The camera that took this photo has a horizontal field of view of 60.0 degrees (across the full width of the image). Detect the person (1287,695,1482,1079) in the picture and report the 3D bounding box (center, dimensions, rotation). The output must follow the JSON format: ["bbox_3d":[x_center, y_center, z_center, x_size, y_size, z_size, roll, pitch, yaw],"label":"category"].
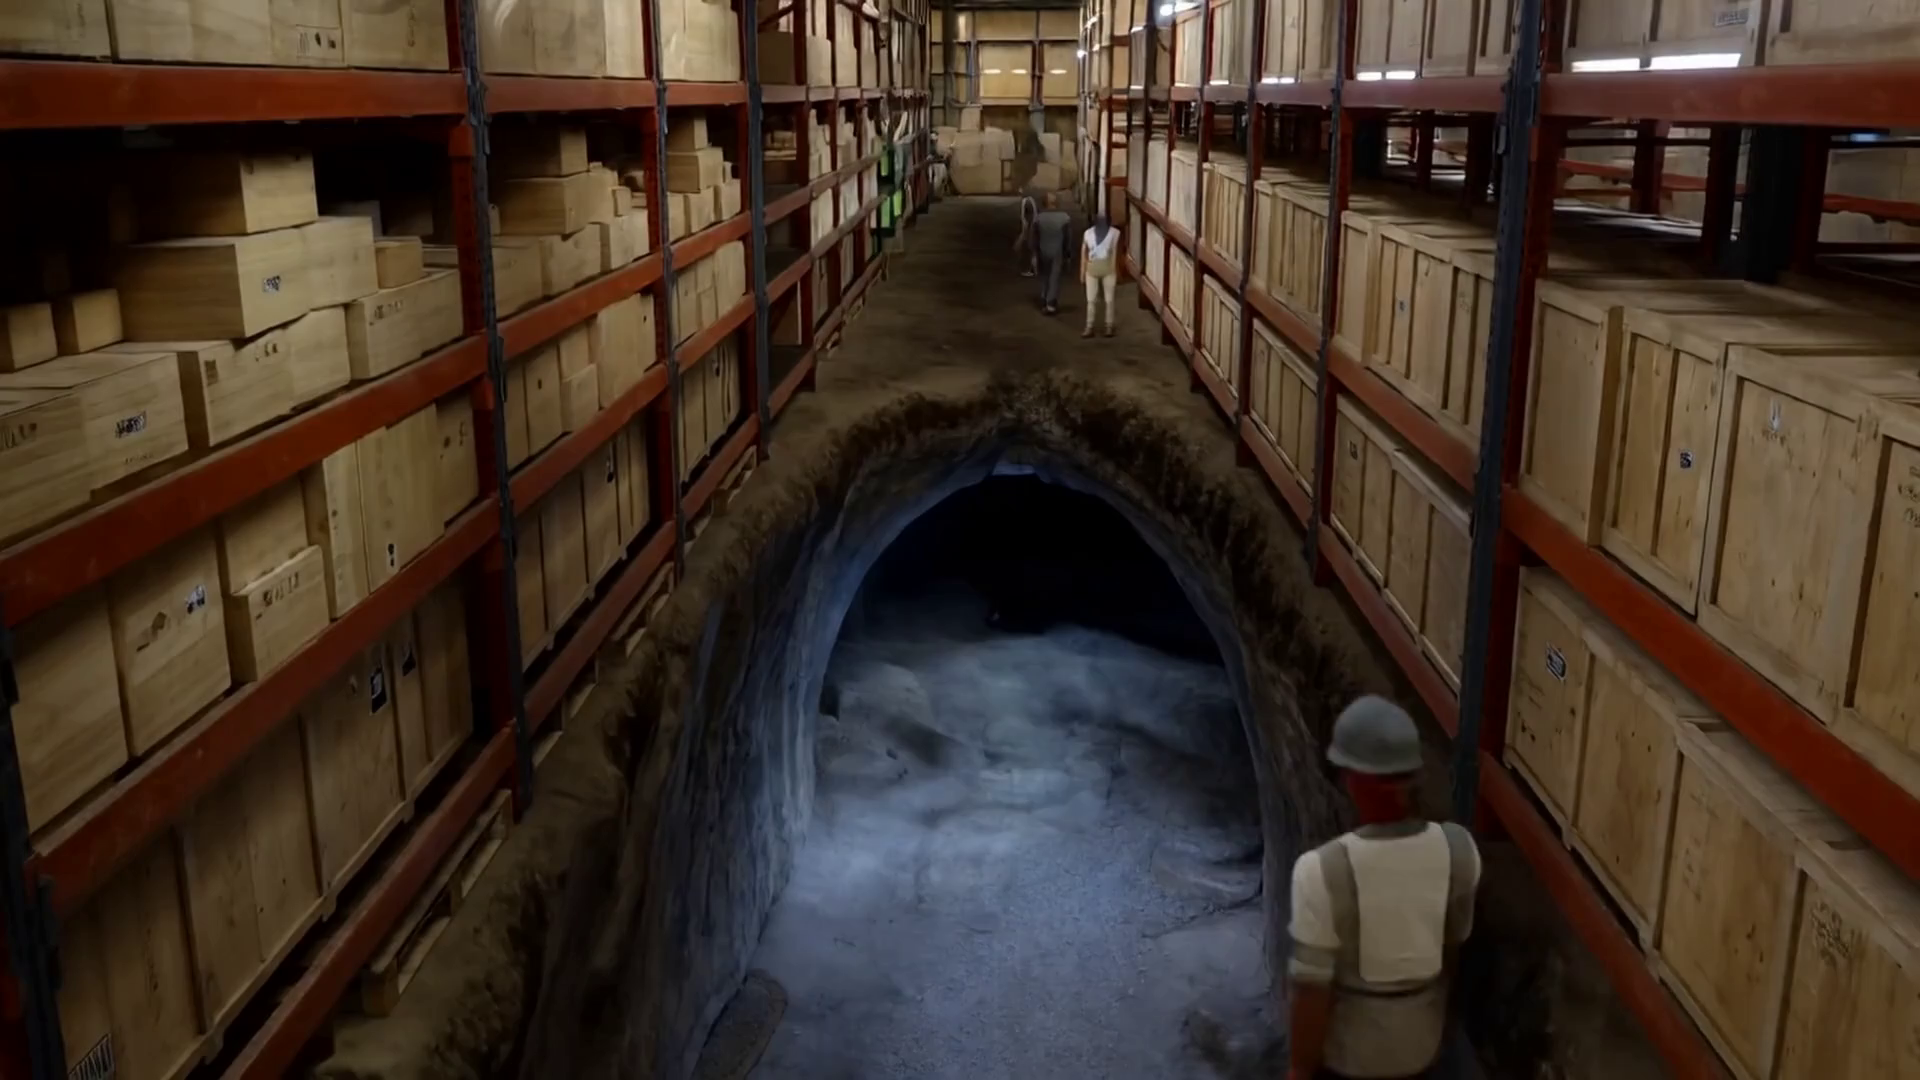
[{"bbox_3d":[1.146,1.373,4.518,0.542,1.913,0.741,-2,15,-8],"label":"person"}]

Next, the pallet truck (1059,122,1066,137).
[{"bbox_3d":[5.788,-21.111,88.014,1.885,1.965,0.823,5,16,18],"label":"pallet truck"}]

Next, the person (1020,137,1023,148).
[{"bbox_3d":[2.380,-14.476,63.621,0.429,1.842,0.633,-6,16,-21],"label":"person"}]

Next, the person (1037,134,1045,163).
[{"bbox_3d":[3.034,-14.407,63.130,0.566,1.971,0.620,-9,18,-31],"label":"person"}]

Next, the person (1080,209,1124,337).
[{"bbox_3d":[2.045,-3.878,24.190,0.634,1.841,0.429,5,16,18],"label":"person"}]

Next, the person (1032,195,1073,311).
[{"bbox_3d":[1.525,-4.718,27.299,0.658,1.846,1.021,2,15,9],"label":"person"}]

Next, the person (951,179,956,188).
[{"bbox_3d":[0.052,-14.141,62.304,1.032,1.878,0.651,-2,15,-8],"label":"person"}]

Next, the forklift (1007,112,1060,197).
[{"bbox_3d":[2.404,-13.152,56.726,1.873,2.768,1.129,-3,15,-12],"label":"forklift"}]

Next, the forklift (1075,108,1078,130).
[{"bbox_3d":[5.408,-17.217,71.850,1.129,2.768,1.873,13,20,41],"label":"forklift"}]

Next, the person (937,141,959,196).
[{"bbox_3d":[-0.492,-12.791,57.291,1.078,1.872,0.548,5,16,19],"label":"person"}]

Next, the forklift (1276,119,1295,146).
[{"bbox_3d":[8.490,-9.603,43.520,1.873,2.768,1.129,0,15,2],"label":"forklift"}]

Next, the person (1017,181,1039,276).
[{"bbox_3d":[1.305,-5.983,32.048,0.455,1.828,0.593,1,15,2],"label":"person"}]

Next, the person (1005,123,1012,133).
[{"bbox_3d":[2.656,-21.222,88.580,0.557,1.907,0.624,11,19,35],"label":"person"}]
